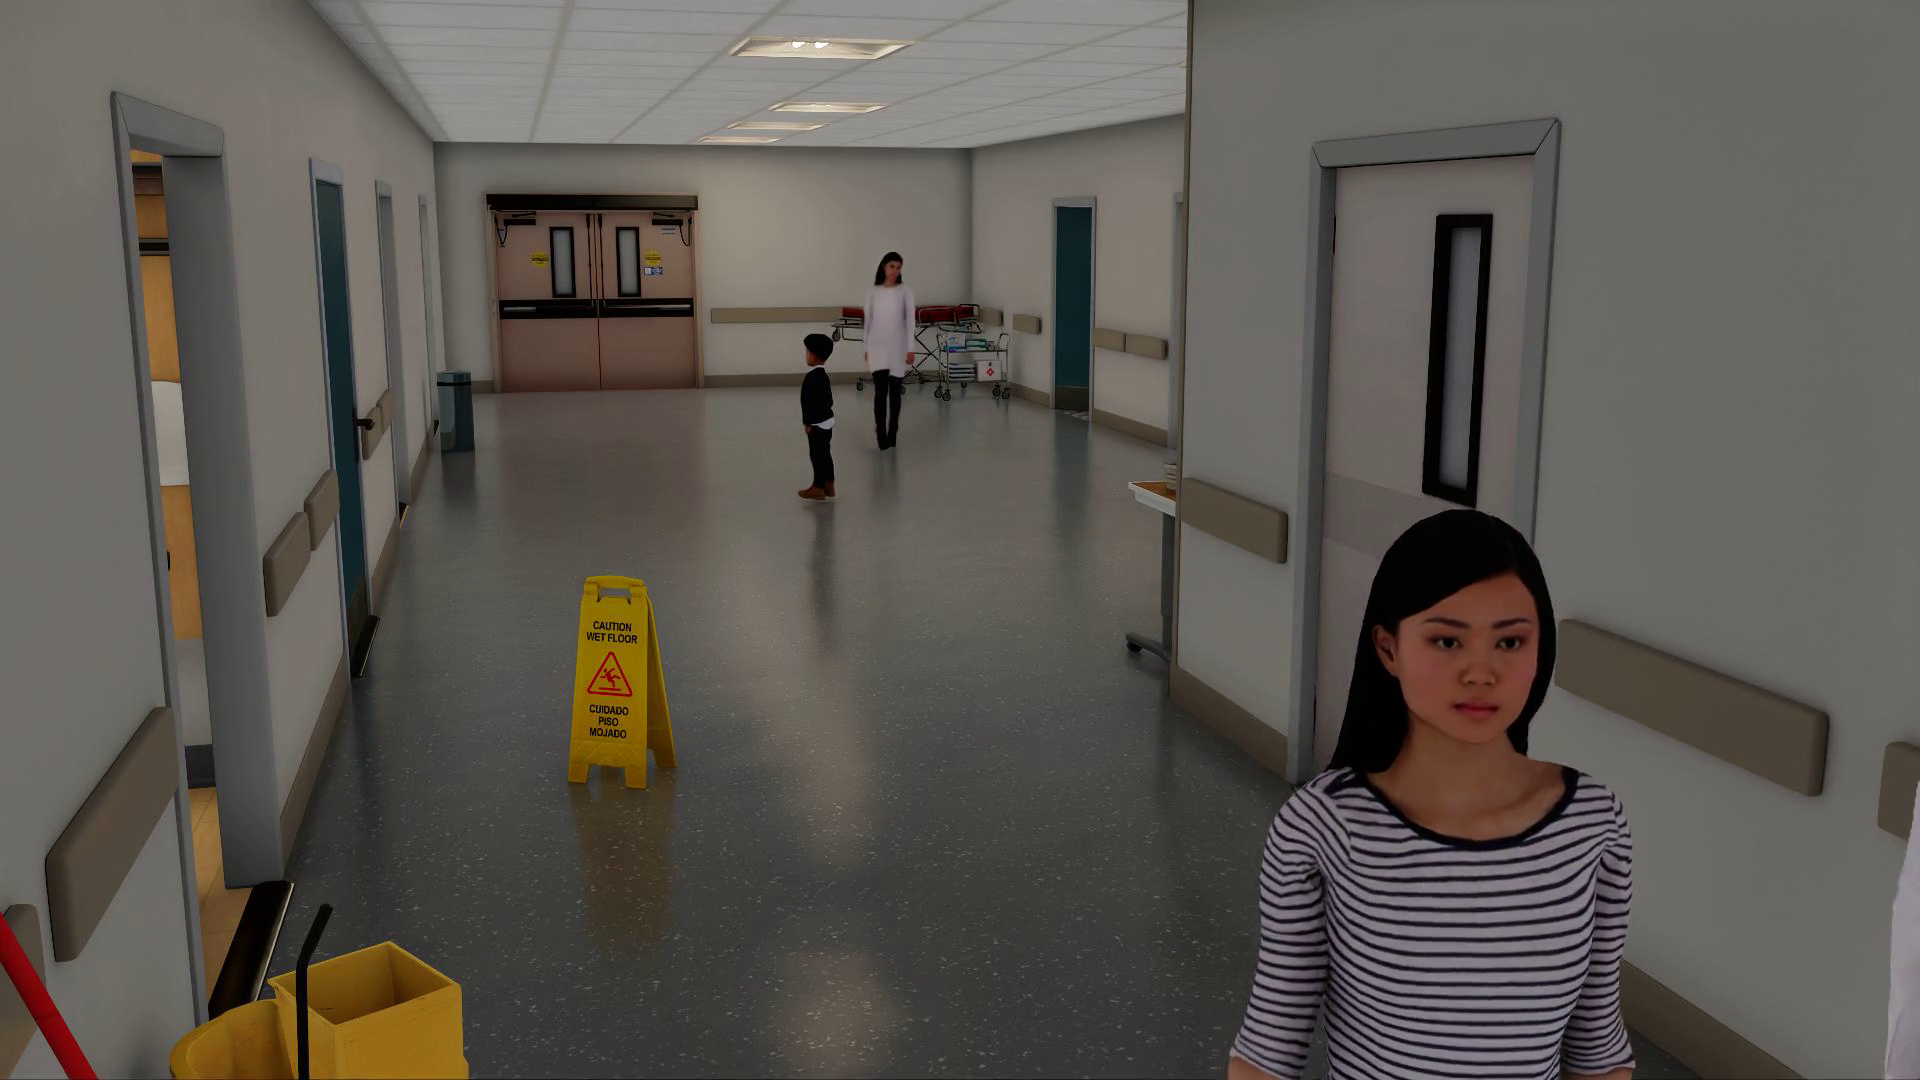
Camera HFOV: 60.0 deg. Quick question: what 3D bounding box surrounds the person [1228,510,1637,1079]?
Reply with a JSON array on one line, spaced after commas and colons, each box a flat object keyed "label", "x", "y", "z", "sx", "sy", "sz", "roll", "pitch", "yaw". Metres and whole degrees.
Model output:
[{"label": "person", "x": 0.548, "y": 0.813, "z": 2.043, "sx": 0.863, "sy": 1.694, "sz": 1.143, "roll": 1, "pitch": 11, "yaw": 3}]

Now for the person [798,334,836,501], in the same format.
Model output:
[{"label": "person", "x": -1.040, "y": -0.915, "z": 12.309, "sx": 0.637, "sy": 1.223, "sz": 0.553, "roll": 3, "pitch": 11, "yaw": 18}]

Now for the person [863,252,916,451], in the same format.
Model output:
[{"label": "person", "x": -0.646, "y": -1.687, "z": 15.034, "sx": 0.775, "sy": 1.762, "sz": 1.069, "roll": 1, "pitch": 11, "yaw": 4}]
